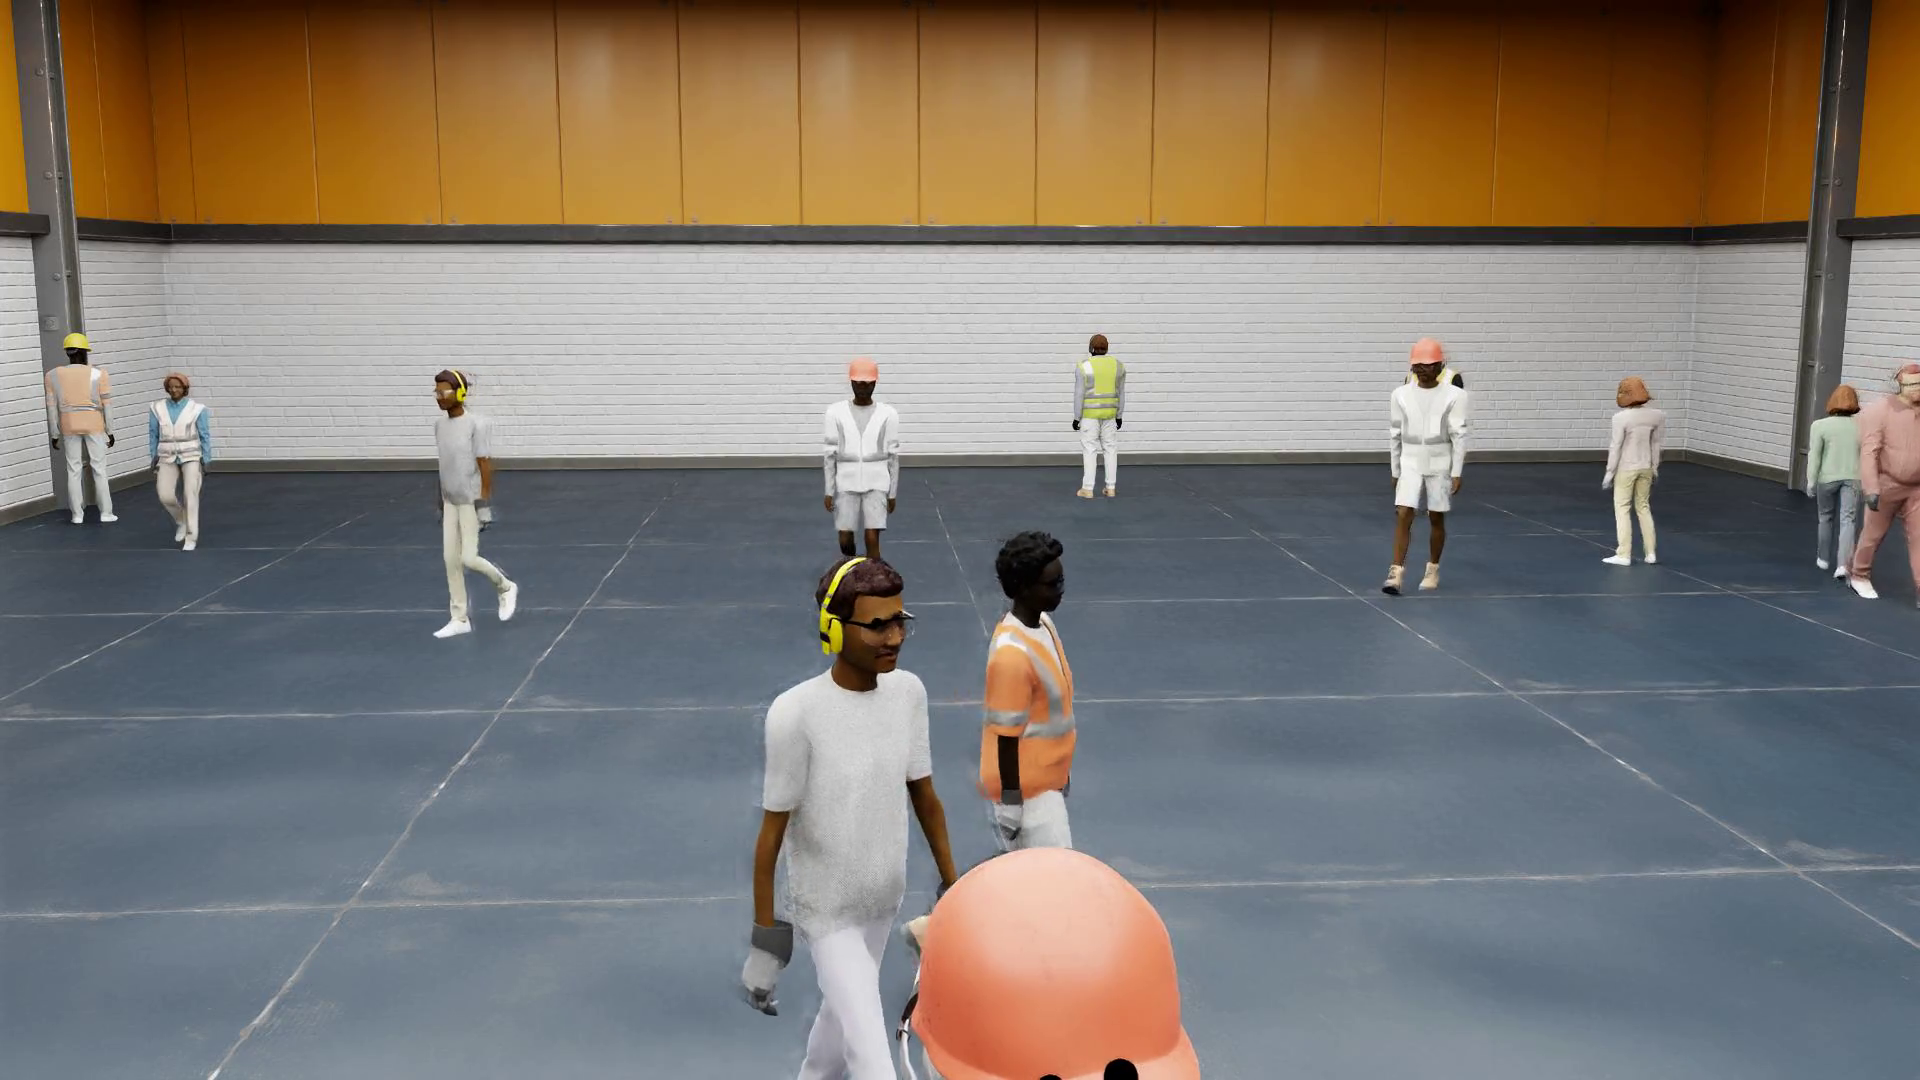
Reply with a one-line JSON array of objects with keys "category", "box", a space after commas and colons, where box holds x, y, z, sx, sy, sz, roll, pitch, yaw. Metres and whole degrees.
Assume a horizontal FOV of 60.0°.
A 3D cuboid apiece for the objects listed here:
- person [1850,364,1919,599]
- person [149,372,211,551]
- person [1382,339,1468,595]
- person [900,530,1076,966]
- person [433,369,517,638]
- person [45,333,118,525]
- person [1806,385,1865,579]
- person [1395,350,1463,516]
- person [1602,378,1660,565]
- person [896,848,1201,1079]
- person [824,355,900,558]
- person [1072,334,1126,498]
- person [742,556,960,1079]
[{"category": "person", "box": [7.088, -0.405, 12.537, 0.670, 1.846, 1.029, 0, 9, 0]}, {"category": "person", "box": [-7.080, -0.716, 15.131, 0.544, 1.623, 0.406, -1, 9, -8]}, {"category": "person", "box": [3.595, -0.546, 12.924, 0.613, 2.003, 0.976, 5, 10, 27]}, {"category": "person", "box": [0.165, 0.787, 5.546, 0.734, 1.675, 0.533, 1, 9, 9]}, {"category": "person", "box": [-3.412, -0.261, 11.572, 0.528, 1.857, 0.564, 5, 10, 30]}, {"category": "person", "box": [-8.811, -1.109, 16.696, 0.585, 1.921, 0.383, -3, 10, -19]}, {"category": "person", "box": [7.323, -0.490, 13.846, 0.509, 1.589, 0.872, 4, 10, 21]}, {"category": "person", "box": [4.814, -1.112, 17.086, 0.639, 1.800, 0.907, 5, 11, 31]}, {"category": "person", "box": [5.821, -0.576, 14.326, 0.582, 1.619, 0.337, -3, 10, -20]}, {"category": "person", "box": [0.067, 1.253, 1.633, 0.621, 1.992, 0.397, -6, 11, -32]}, {"category": "person", "box": [-0.719, -0.409, 12.290, 0.558, 1.926, 0.630, 0, 9, -1]}, {"category": "person", "box": [1.548, -1.394, 18.736, 0.637, 1.842, 0.429, -3, 10, -21]}, {"category": "person", "box": [-0.173, 0.950, 4.053, 0.932, 1.825, 0.557, 7, 12, 39]}]
